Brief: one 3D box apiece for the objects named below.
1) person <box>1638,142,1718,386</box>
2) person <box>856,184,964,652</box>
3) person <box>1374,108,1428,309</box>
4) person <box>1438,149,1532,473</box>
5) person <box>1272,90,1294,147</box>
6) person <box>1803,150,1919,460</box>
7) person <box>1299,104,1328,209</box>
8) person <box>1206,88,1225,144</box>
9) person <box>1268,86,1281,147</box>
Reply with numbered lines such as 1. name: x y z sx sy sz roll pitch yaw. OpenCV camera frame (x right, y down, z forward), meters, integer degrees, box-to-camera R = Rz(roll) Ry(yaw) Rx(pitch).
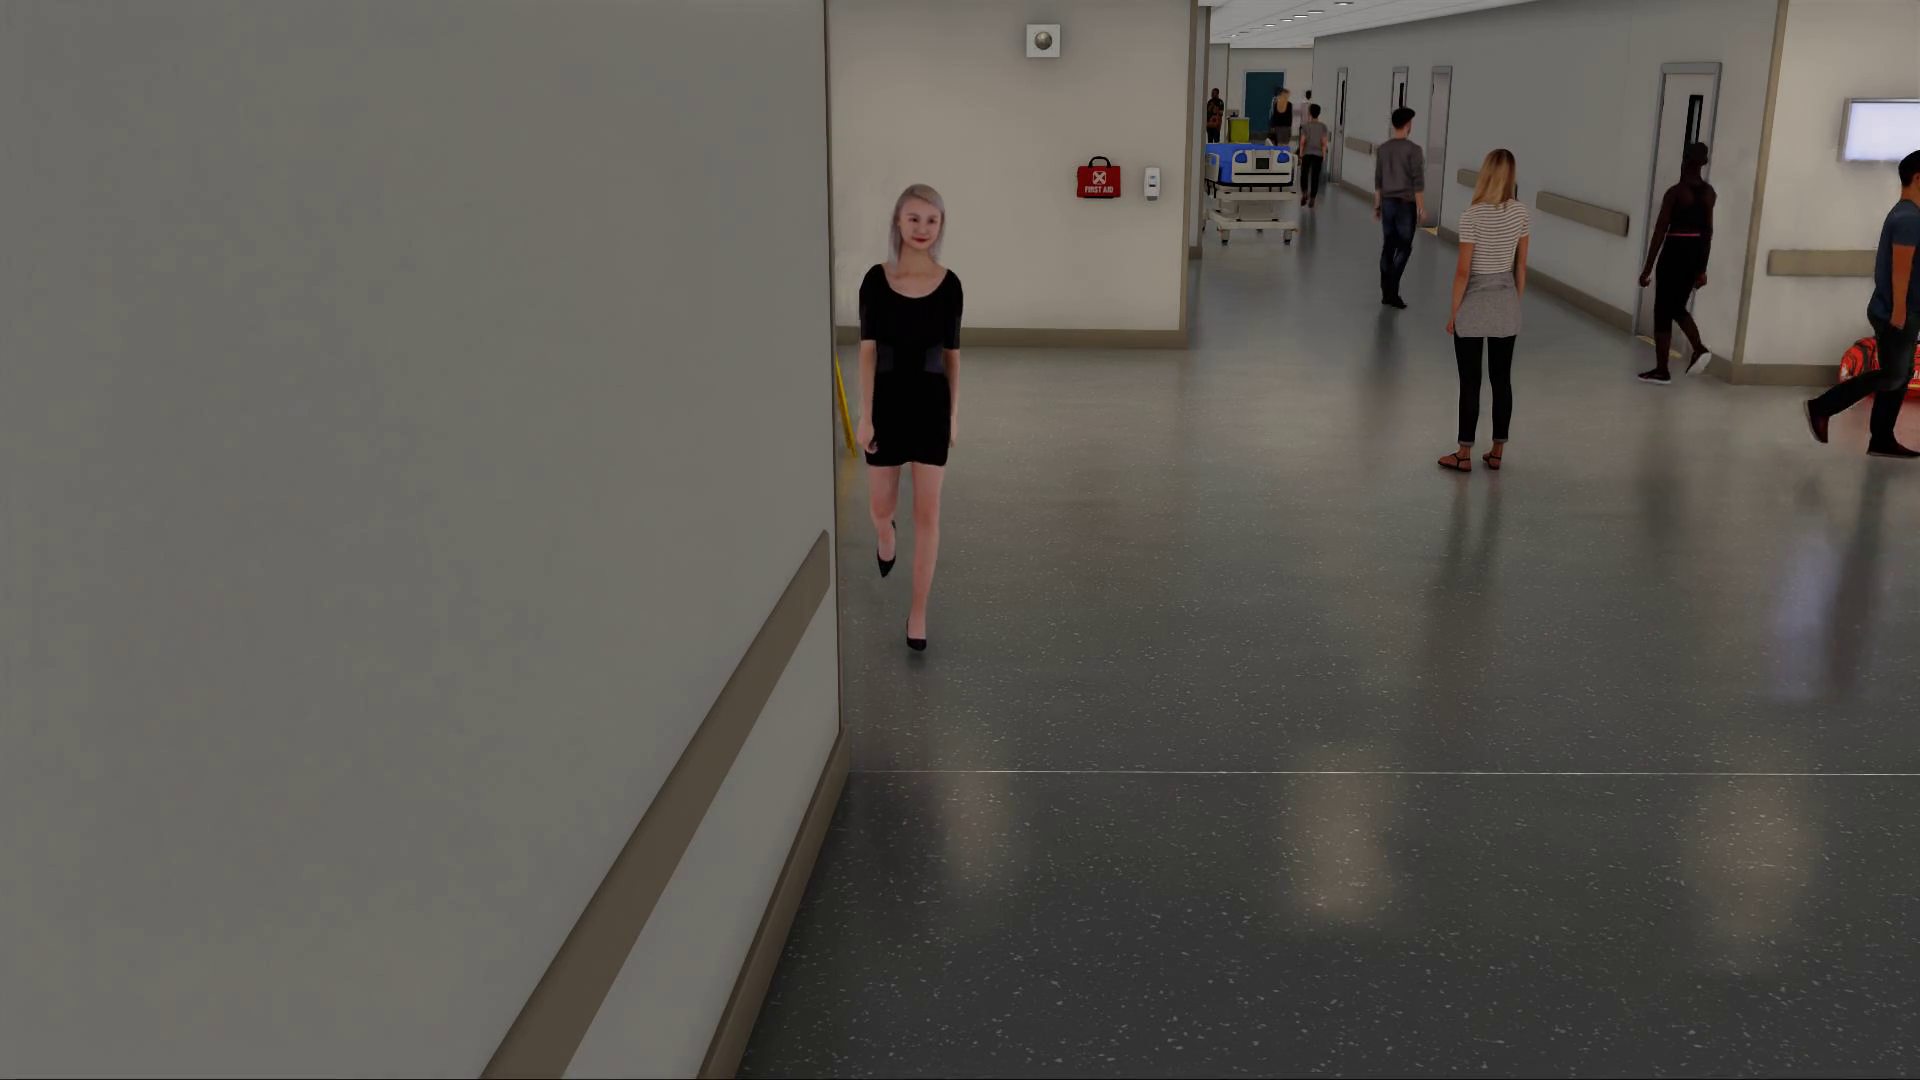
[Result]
1. person: 5.286 -1.976 12.048 0.843 1.744 0.864 -6 17 -21
2. person: -0.227 -0.496 6.681 0.989 1.807 0.774 -2 16 -6
3. person: 4.265 -3.240 16.232 0.989 1.908 0.927 -12 20 -37
4. person: 3.022 -1.304 9.514 0.561 1.827 0.709 -3 16 -11
5. person: 7.455 -9.495 38.574 0.681 1.822 0.793 7 17 24
6. person: 5.398 -1.359 9.767 1.019 1.795 0.888 9 18 30
7. person: 5.949 -6.466 28.033 0.610 1.713 0.672 2 16 8
8. person: 6.519 -10.657 42.648 0.882 1.808 0.814 -14 21 -41
9. person: 9.004 -11.853 46.946 0.837 1.819 0.800 -9 18 -29
